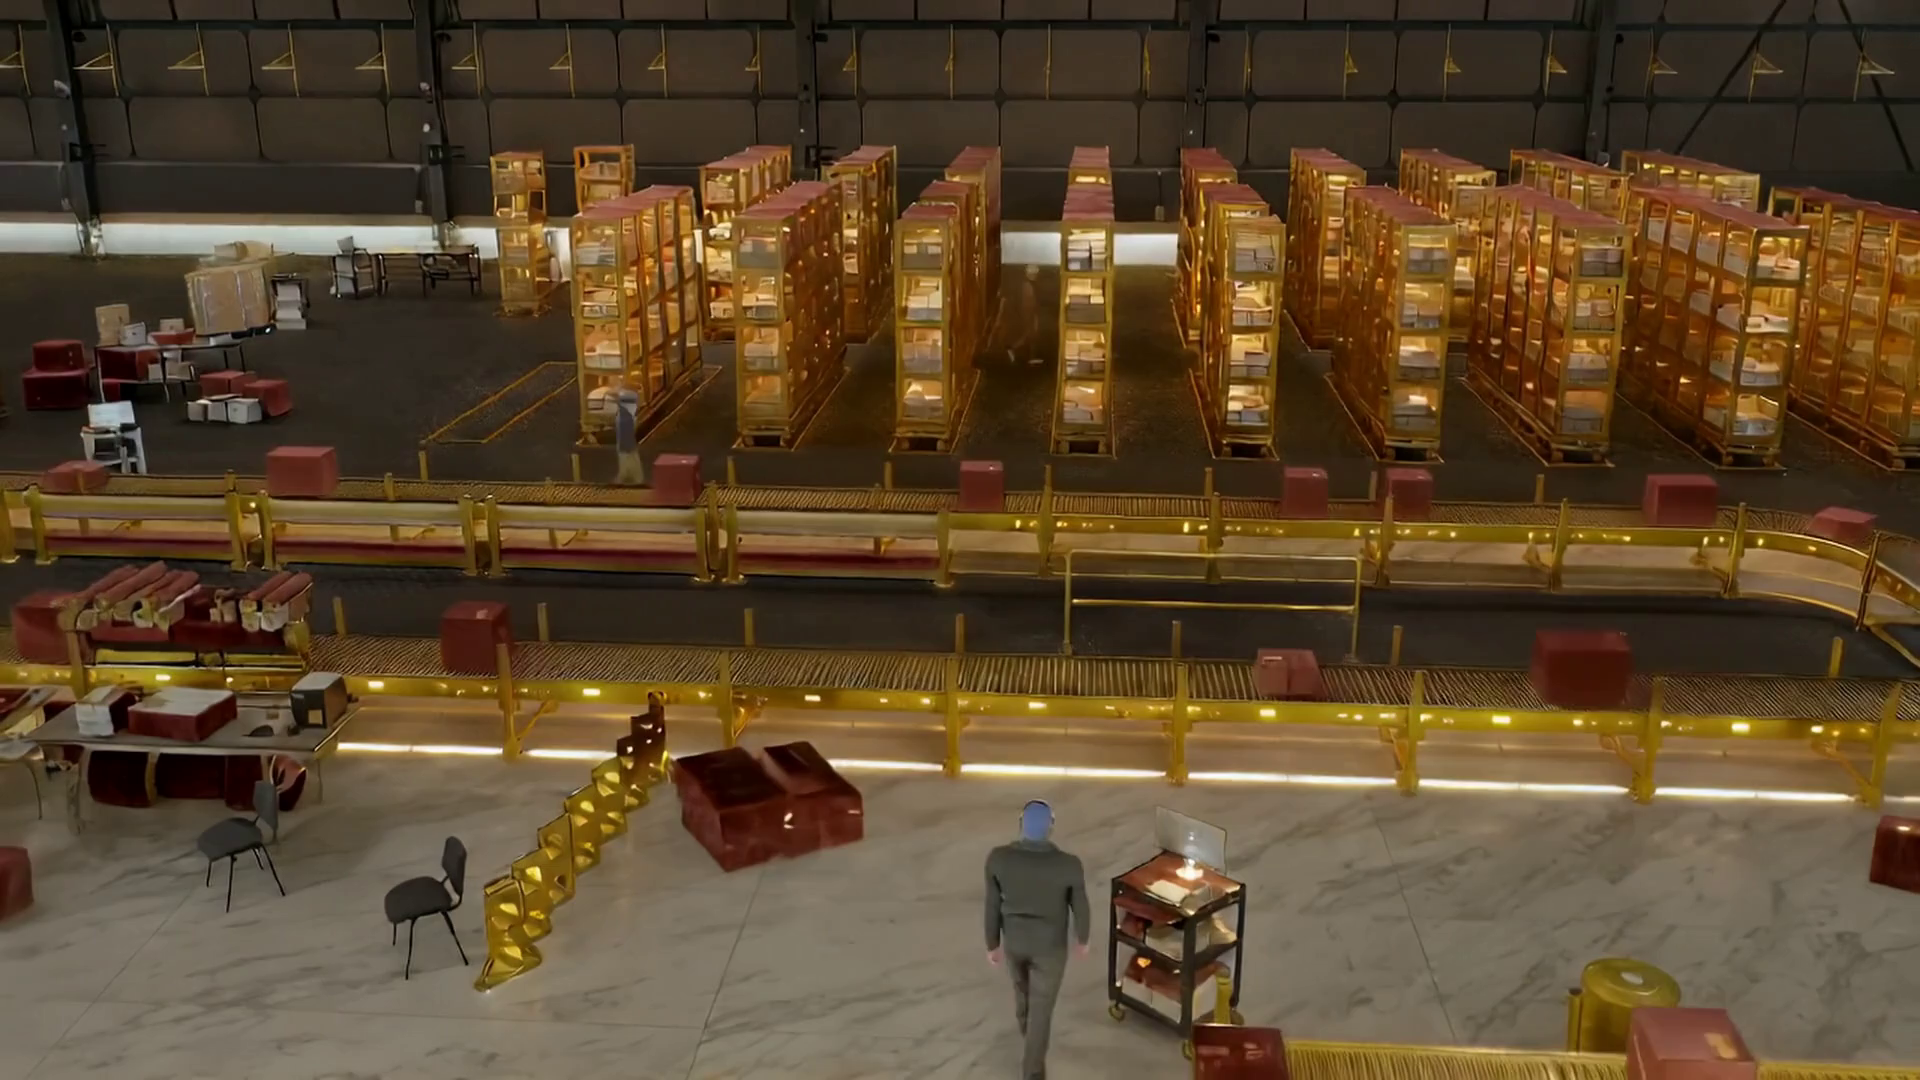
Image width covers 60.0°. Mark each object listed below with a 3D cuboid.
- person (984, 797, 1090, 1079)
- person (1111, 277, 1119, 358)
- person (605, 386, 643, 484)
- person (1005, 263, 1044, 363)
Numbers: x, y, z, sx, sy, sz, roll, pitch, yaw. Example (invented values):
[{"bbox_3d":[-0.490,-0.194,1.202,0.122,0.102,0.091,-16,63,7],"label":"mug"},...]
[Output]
[{"bbox_3d":[0.492,2.517,10.558,0.643,1.860,0.923,6,18,17],"label":"person"},{"bbox_3d":[2.785,-4.483,32.838,0.656,1.804,0.610,7,19,22],"label":"person"},{"bbox_3d":[-4.617,-1.252,22.677,0.743,1.738,0.523,2,18,8],"label":"person"},{"bbox_3d":[1.272,-4.368,32.180,0.717,1.978,0.622,-2,18,-8],"label":"person"}]
